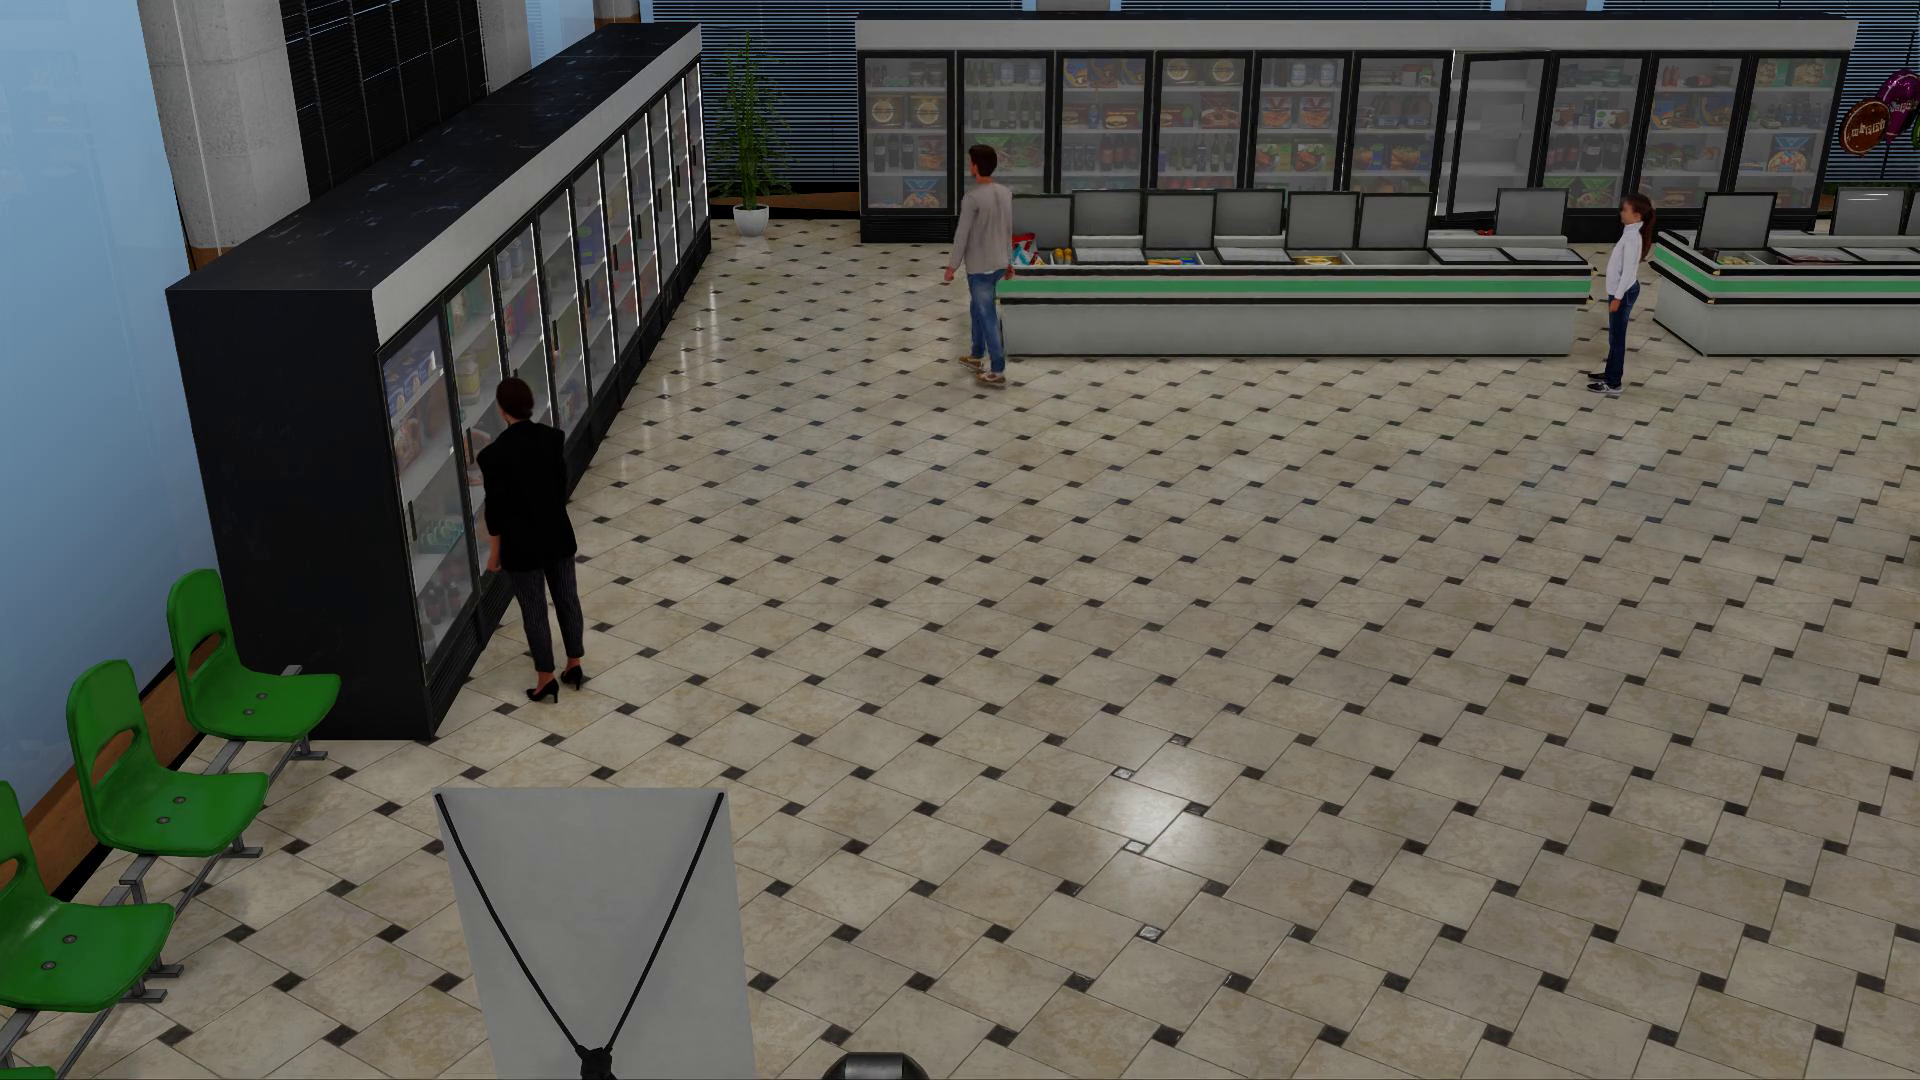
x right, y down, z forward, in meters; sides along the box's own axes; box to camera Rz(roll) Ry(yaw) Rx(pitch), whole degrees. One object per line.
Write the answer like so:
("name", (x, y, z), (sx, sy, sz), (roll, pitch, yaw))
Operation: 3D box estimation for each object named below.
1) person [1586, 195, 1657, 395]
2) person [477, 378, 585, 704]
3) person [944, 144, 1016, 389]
("person", (5.209, -1.939, 13.052), (0.625, 1.558, 0.602), (9, 25, 19))
("person", (-2.136, 0.011, 8.397), (0.782, 1.717, 0.733), (20, 31, 38))
("person", (0.274, -2.114, 13.055), (1.011, 1.876, 0.932), (18, 29, 35))
